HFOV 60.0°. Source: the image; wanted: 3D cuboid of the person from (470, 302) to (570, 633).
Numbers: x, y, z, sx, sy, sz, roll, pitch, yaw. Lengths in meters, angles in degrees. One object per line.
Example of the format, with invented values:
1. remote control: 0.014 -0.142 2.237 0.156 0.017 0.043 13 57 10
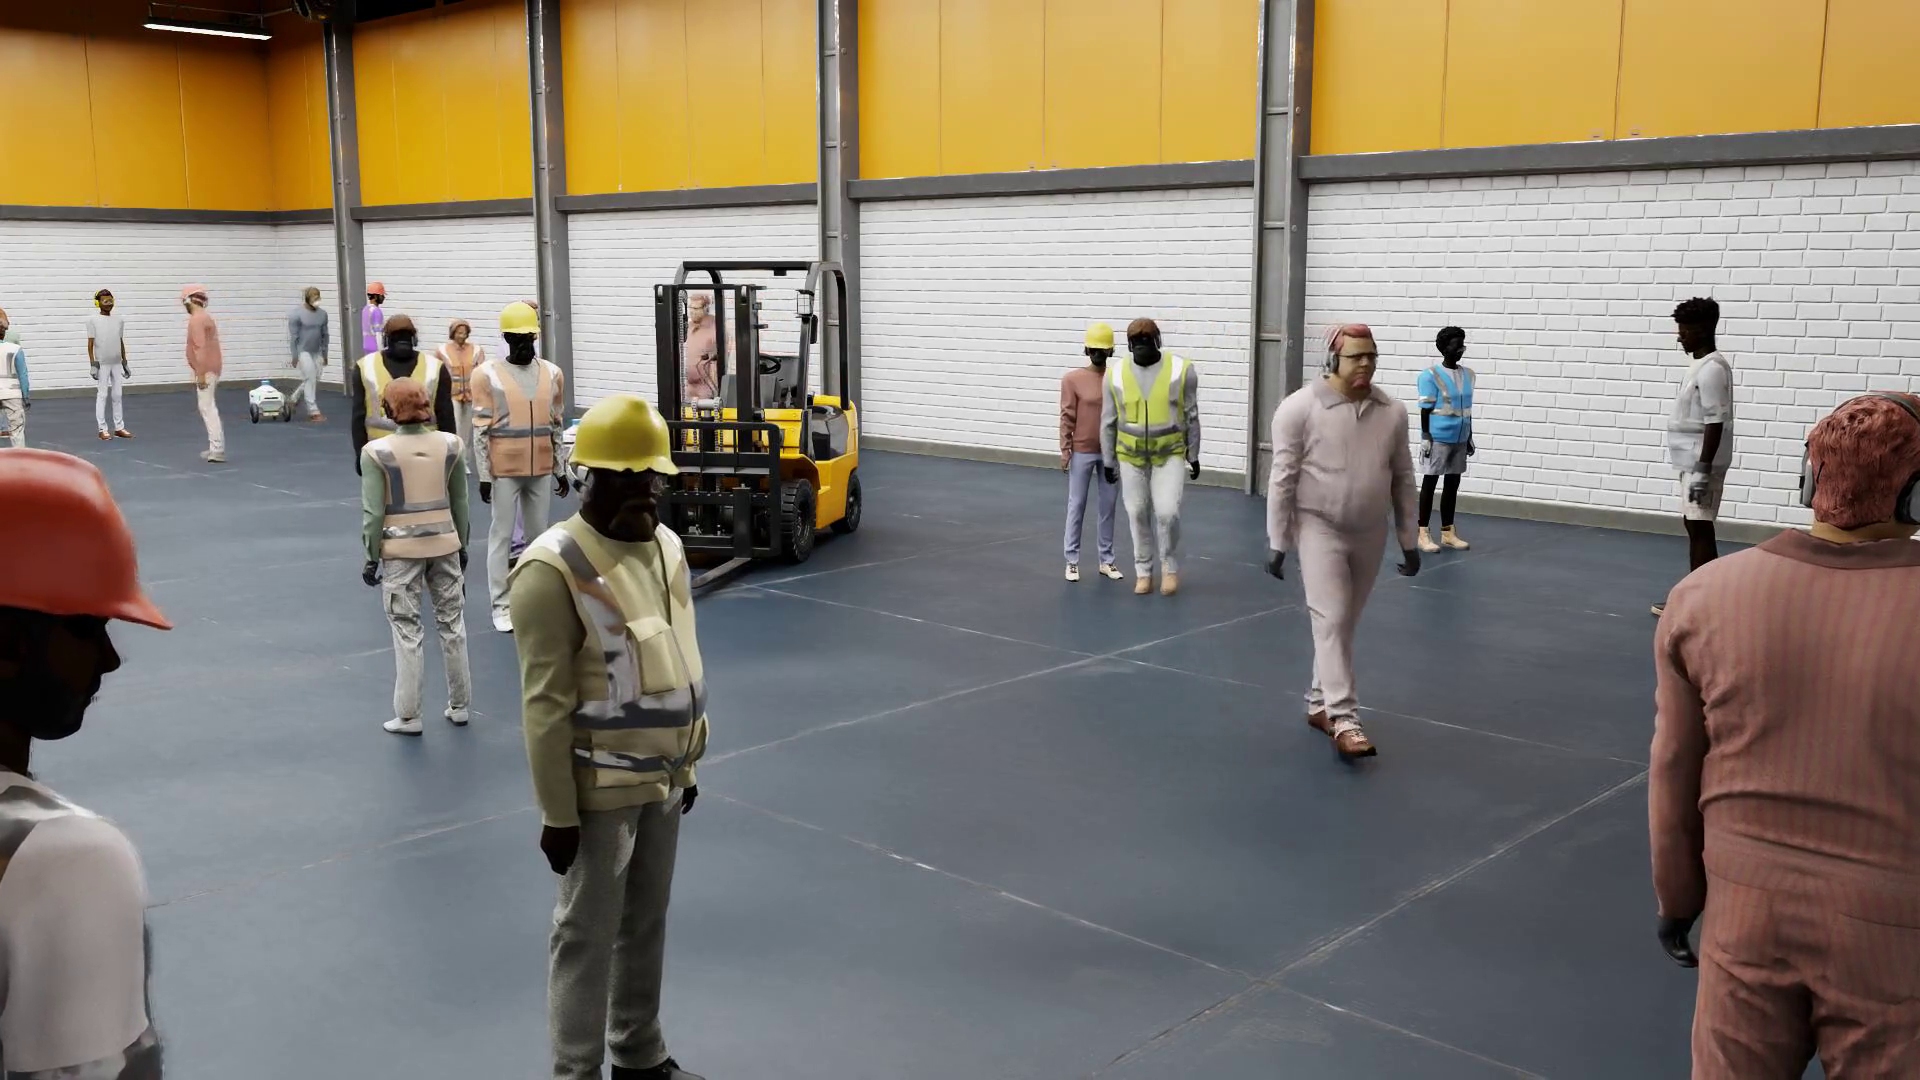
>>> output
1. person: -2.570 -0.430 9.795 0.589 1.928 0.385 -8 12 -42

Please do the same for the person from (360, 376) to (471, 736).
1. person: -2.470 0.074 7.586 0.514 1.639 0.310 -9 13 -42

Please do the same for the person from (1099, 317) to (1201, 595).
1. person: 1.227 -0.533 10.784 0.643 1.814 0.467 3 10 16

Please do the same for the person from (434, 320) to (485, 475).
1. person: -5.036 -1.423 16.875 0.513 1.595 0.838 -5 11 -29

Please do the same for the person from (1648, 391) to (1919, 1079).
1. person: 1.590 0.686 3.016 0.651 1.907 0.409 9 13 44

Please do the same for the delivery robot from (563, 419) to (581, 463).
1. delivery robot: -3.965 -1.013 17.280 0.477 0.478 0.707 0 9 -2

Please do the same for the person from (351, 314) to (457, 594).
1. person: -3.621 -0.555 10.873 0.653 1.819 0.679 -3 10 -20

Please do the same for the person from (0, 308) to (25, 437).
1. person: -12.082 -2.108 20.986 0.265 1.630 0.510 4 10 25

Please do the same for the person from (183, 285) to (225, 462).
1. person: -8.369 -1.832 18.389 0.381 1.943 0.843 -3 10 -17

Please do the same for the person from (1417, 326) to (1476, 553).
1. person: 3.654 -0.755 12.495 0.535 1.697 0.318 -5 11 -28

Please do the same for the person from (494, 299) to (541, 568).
1. person: -3.106 -0.759 11.885 0.402 1.904 0.651 -3 10 -15

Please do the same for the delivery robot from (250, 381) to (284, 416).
1. delivery robot: -9.641 -1.969 23.119 0.477 0.478 0.707 -6 11 -32

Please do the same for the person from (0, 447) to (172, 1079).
1. person: -1.054 0.858 1.905 0.548 1.925 0.388 5 10 27

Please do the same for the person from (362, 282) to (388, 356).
1. person: -8.360 -2.731 23.870 0.379 1.937 0.548 -7 12 -38

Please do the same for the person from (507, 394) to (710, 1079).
1. person: -0.812 0.560 4.022 0.404 1.827 0.600 4 10 21

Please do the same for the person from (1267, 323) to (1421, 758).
1. person: 1.744 0.008 7.248 0.673 1.872 0.878 -3 10 -19

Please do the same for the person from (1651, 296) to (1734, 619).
1. person: 4.366 -0.457 9.865 0.388 1.959 0.602 3 10 19

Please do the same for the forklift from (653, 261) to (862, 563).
1. forklift: -1.552 -1.040 12.721 1.214 2.155 2.313 2 9 11

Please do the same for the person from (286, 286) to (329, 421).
1. person: -9.173 -2.602 23.246 0.743 1.901 0.640 5 10 26

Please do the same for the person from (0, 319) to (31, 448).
1. person: -9.587 -1.402 16.643 0.512 1.638 0.312 -2 10 -14

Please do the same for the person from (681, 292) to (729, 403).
1. person: -2.612 -1.534 16.692 0.660 1.884 0.557 9 13 44

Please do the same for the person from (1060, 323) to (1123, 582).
1. person: 0.936 -0.592 11.301 0.532 1.761 0.331 -3 10 -15

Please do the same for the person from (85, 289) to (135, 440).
1. person: -10.602 -2.184 20.742 0.328 1.867 0.514 5 11 28
